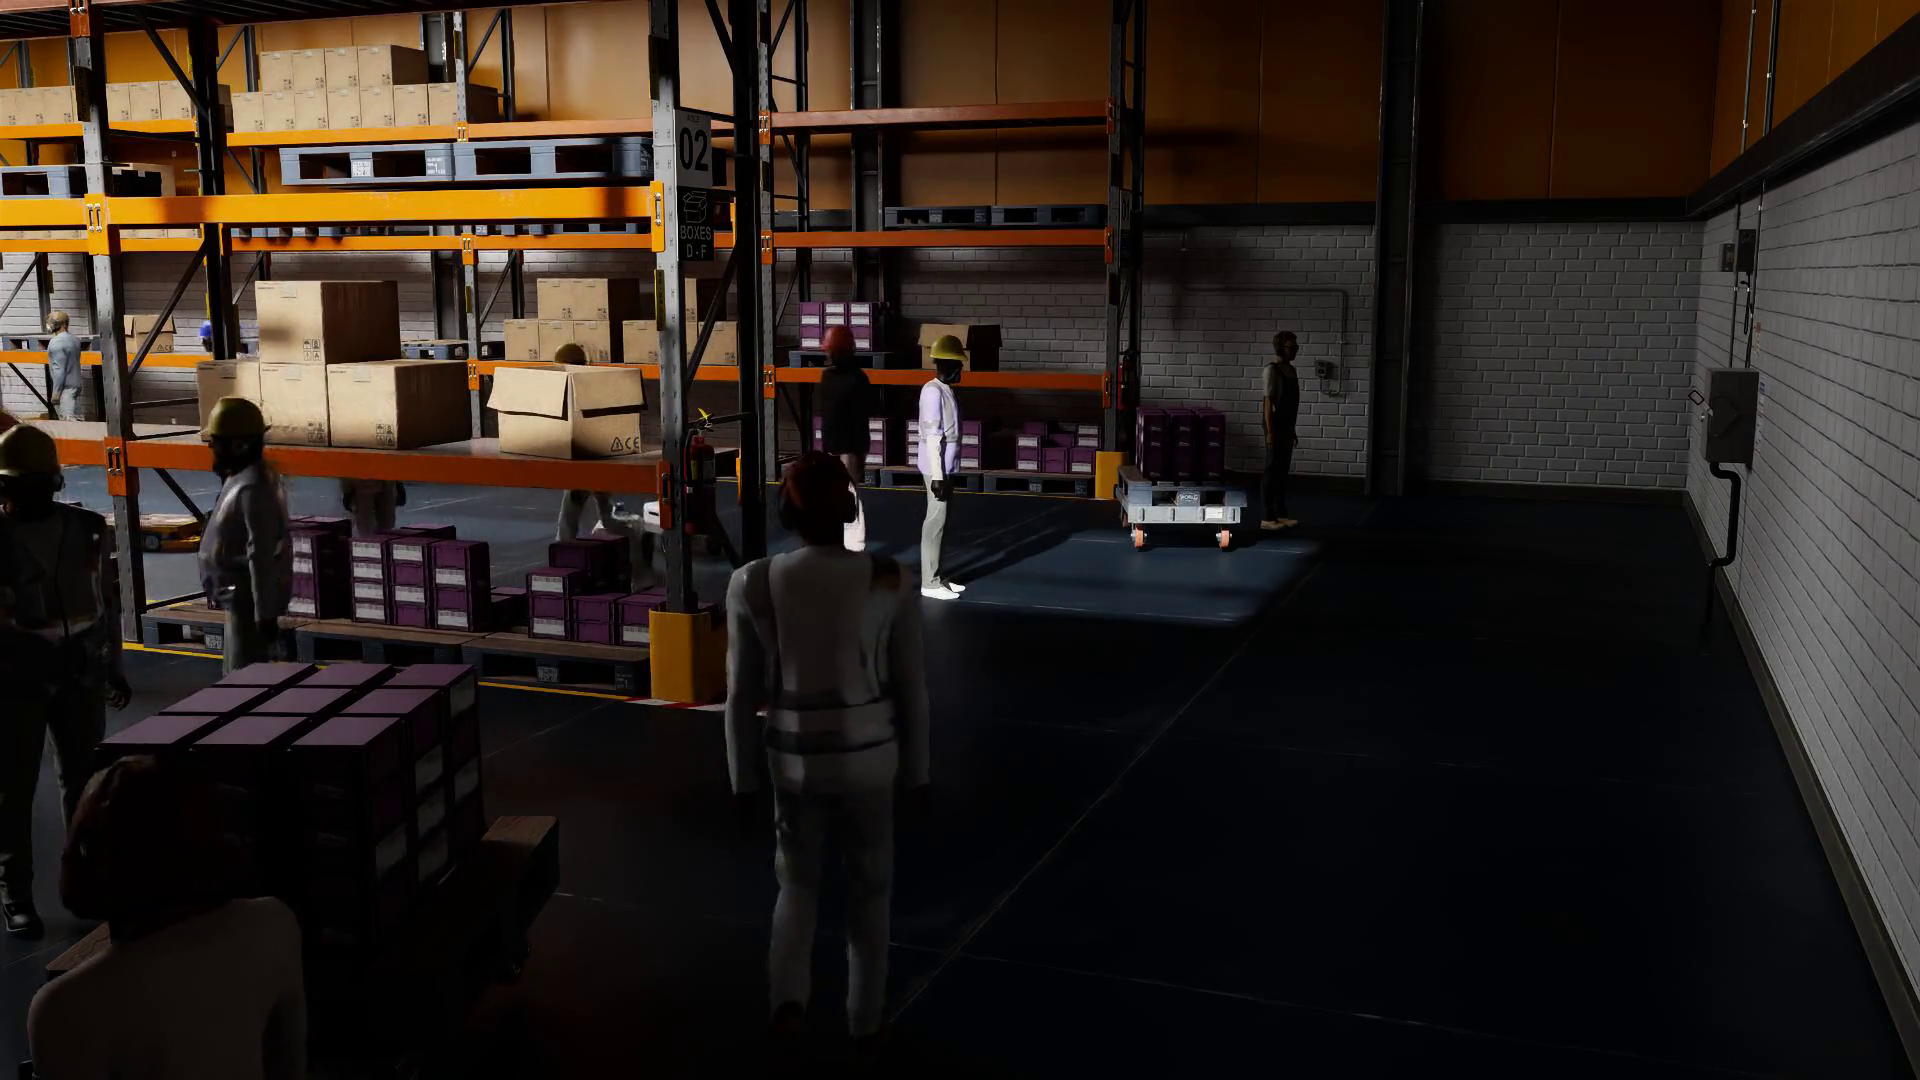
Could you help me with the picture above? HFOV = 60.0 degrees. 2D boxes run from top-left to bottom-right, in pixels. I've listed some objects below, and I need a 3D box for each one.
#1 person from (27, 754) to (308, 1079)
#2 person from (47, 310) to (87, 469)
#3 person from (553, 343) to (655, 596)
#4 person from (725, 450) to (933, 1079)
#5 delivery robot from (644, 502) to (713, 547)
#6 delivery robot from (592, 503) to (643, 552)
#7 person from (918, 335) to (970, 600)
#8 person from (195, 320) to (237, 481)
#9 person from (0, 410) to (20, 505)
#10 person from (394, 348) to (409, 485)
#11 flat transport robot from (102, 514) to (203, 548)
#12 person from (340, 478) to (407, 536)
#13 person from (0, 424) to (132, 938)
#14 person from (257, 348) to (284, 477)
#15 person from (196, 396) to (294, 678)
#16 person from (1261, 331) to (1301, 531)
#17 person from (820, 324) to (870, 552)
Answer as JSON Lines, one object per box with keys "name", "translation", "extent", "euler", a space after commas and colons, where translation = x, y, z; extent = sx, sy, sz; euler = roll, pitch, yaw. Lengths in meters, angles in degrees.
{"name": "person", "translation": [-1.256, 1.133, 2.757], "extent": [0.854, 1.590, 0.517], "euler": [5, 10, 30]}
{"name": "person", "translation": [-10.900, -1.829, 20.263], "extent": [0.372, 1.940, 0.631], "euler": [-2, 9, -9]}
{"name": "person", "translation": [-2.697, -0.488, 12.111], "extent": [1.011, 1.880, 0.641], "euler": [3, 10, 20]}
{"name": "person", "translation": [-0.379, 0.675, 4.787], "extent": [0.595, 1.866, 0.633], "euler": [1, 9, 4]}
{"name": "delivery robot", "translation": [-2.372, -0.193, 14.026], "extent": [0.477, 0.478, 0.707], "euler": [-7, 12, -39]}
{"name": "delivery robot", "translation": [-2.701, -0.050, 13.129], "extent": [0.477, 0.478, 0.707], "euler": [-1, 9, -6]}
{"name": "person", "translation": [-0.111, -0.535, 12.174], "extent": [0.384, 1.924, 0.594], "euler": [1, 9, 9]}
{"name": "person", "translation": [-7.203, -1.189, 16.297], "extent": [0.439, 1.927, 0.603], "euler": [-2, 9, -13]}
{"name": "person", "translation": [-5.455, -0.056, 9.291], "extent": [0.709, 1.885, 0.654], "euler": [3, 10, 18]}
{"name": "person", "translation": [-6.427, -1.500, 18.509], "extent": [0.429, 1.840, 0.627], "euler": [8, 12, 42]}
{"name": "flat transport robot", "translation": [-7.169, -0.086, 14.539], "extent": [1.431, 0.197, 0.652], "euler": [1, 9, 8]}
{"name": "person", "translation": [-4.212, -0.350, 11.918], "extent": [0.373, 1.625, 0.543], "euler": [5, 10, 27]}
{"name": "person", "translation": [-3.309, 0.492, 6.018], "extent": [0.404, 1.830, 0.603], "euler": [7, 12, 38]}
{"name": "person", "translation": [-7.825, -1.673, 19.457], "extent": [0.695, 1.896, 0.392], "euler": [-5, 10, -30]}
{"name": "person", "translation": [-3.192, 0.242, 7.649], "extent": [0.630, 1.815, 0.598], "euler": [-4, 10, -24]}
{"name": "person", "translation": [2.981, -1.011, 15.417], "extent": [0.340, 1.845, 0.512], "euler": [7, 11, 36]}
{"name": "person", "translation": [-0.944, -0.736, 13.328], "extent": [0.465, 1.974, 0.645], "euler": [-6, 11, -35]}
